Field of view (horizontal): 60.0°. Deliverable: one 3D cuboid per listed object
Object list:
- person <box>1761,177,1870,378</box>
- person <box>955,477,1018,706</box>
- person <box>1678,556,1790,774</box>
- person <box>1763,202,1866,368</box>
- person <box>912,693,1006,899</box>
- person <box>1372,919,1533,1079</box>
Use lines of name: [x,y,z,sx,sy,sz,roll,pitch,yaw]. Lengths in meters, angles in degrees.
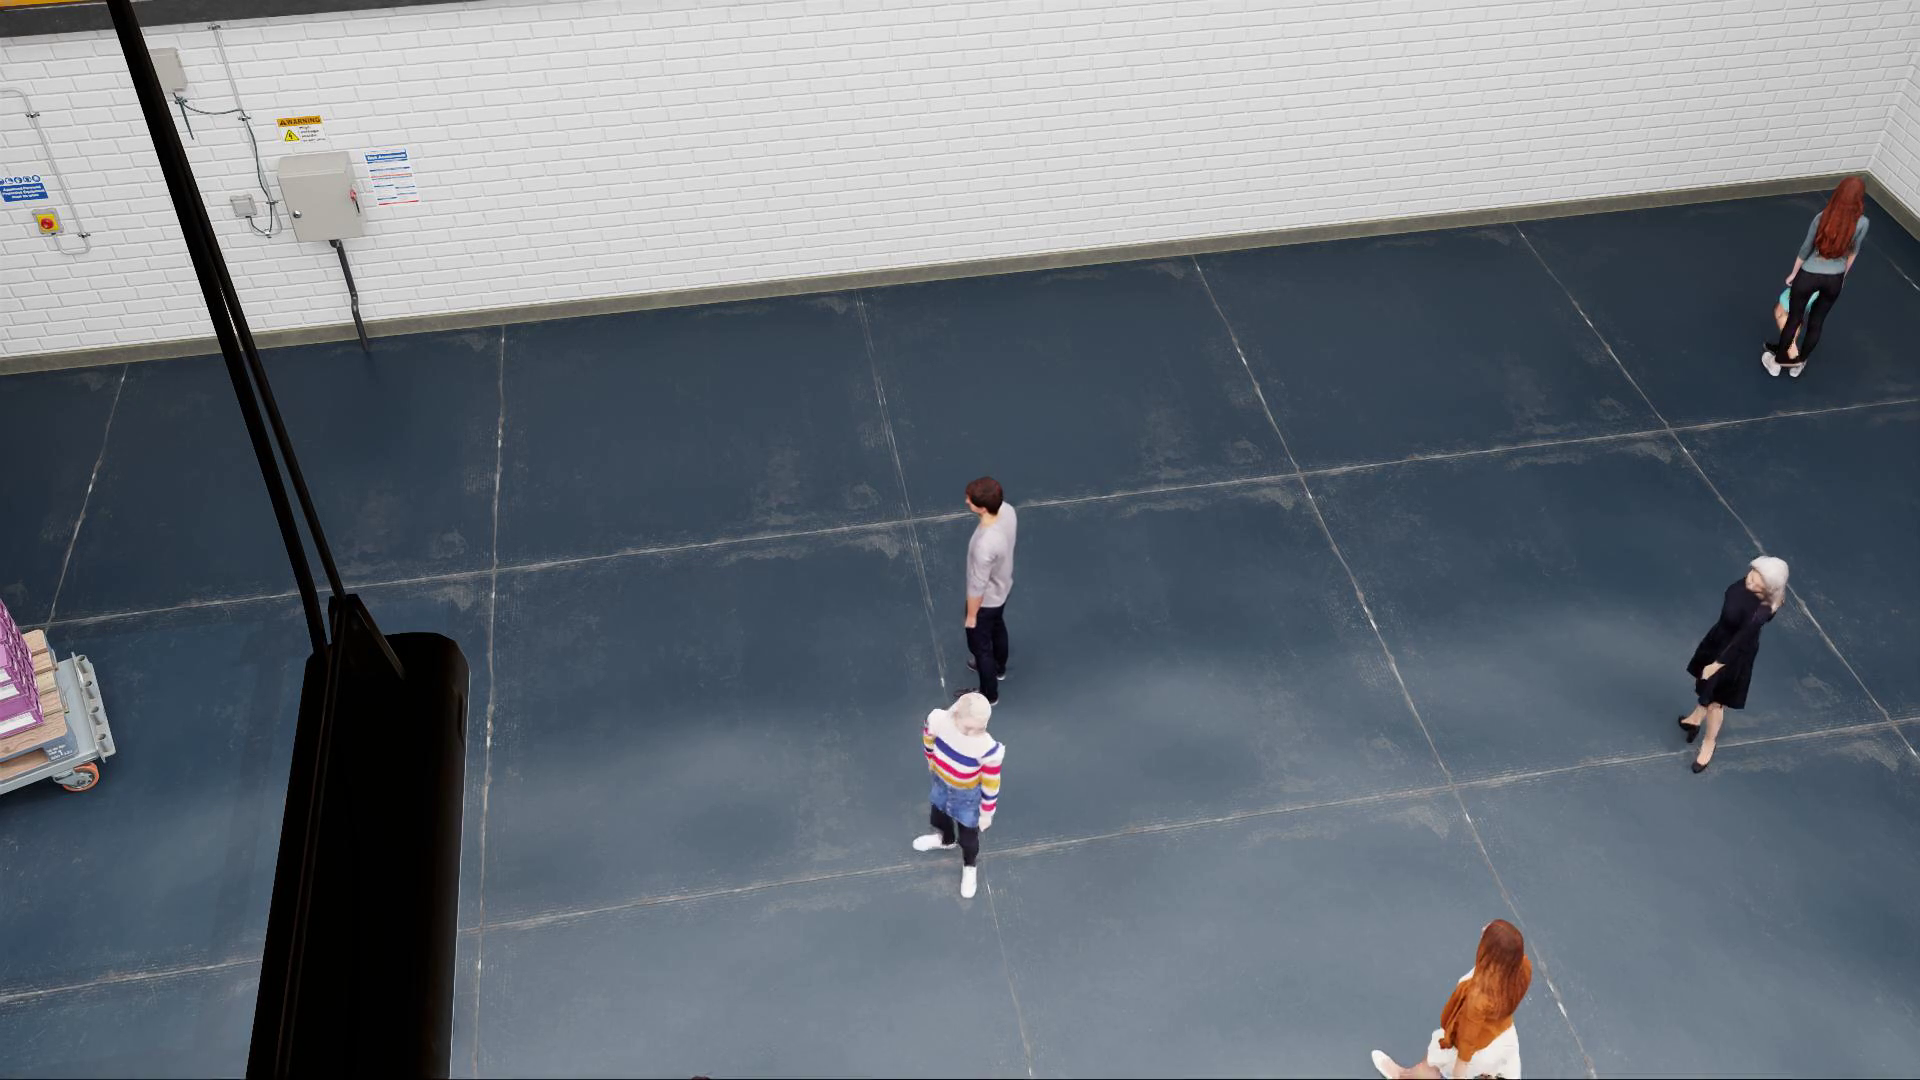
person: [6.638,-2.015,12.862,0.647,1.742,0.656,9,44,10]
person: [0.192,0.307,10.353,0.803,1.841,0.681,13,45,14]
person: [4.674,0.643,10.084,0.859,1.726,0.735,27,50,26]
person: [6.695,-1.964,12.953,0.594,1.543,0.724,-16,46,-16]
person: [0.006,1.353,9.304,0.926,1.774,0.859,-31,52,-29]
person: [2.622,2.519,8.153,0.939,1.673,1.209,-25,49,-24]
